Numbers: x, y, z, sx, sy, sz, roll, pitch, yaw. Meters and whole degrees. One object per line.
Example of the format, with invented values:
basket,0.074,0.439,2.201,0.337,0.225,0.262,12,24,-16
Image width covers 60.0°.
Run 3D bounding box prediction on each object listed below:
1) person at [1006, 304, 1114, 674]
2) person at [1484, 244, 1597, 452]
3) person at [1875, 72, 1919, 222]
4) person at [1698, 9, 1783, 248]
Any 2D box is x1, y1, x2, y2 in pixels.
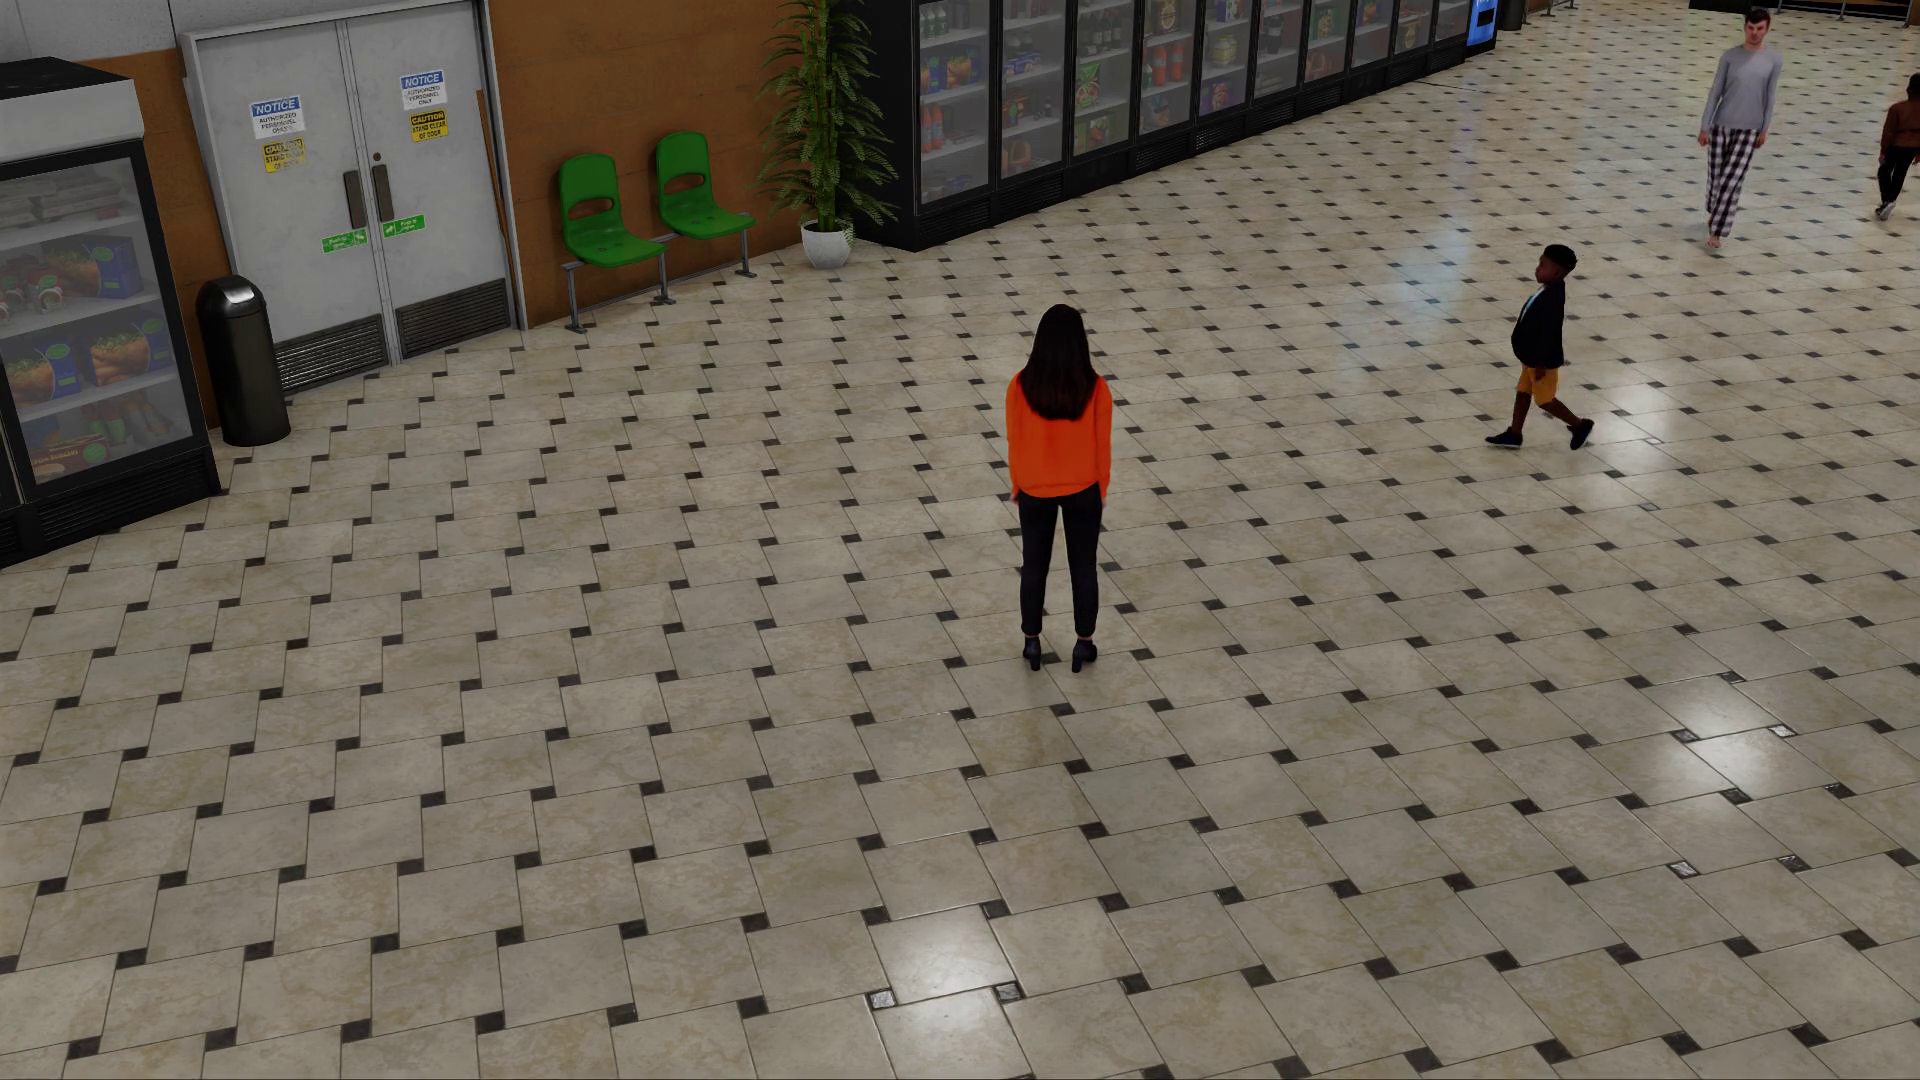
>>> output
person,0.440,-0.210,7.343,0.657,1.749,0.766,5,27,9
person,3.436,-1.085,9.616,0.898,1.253,0.734,6,28,12
person,7.902,-3.271,13.935,0.744,1.245,0.753,6,28,12
person,6.260,-3.326,13.432,1.168,1.798,0.894,13,30,24
